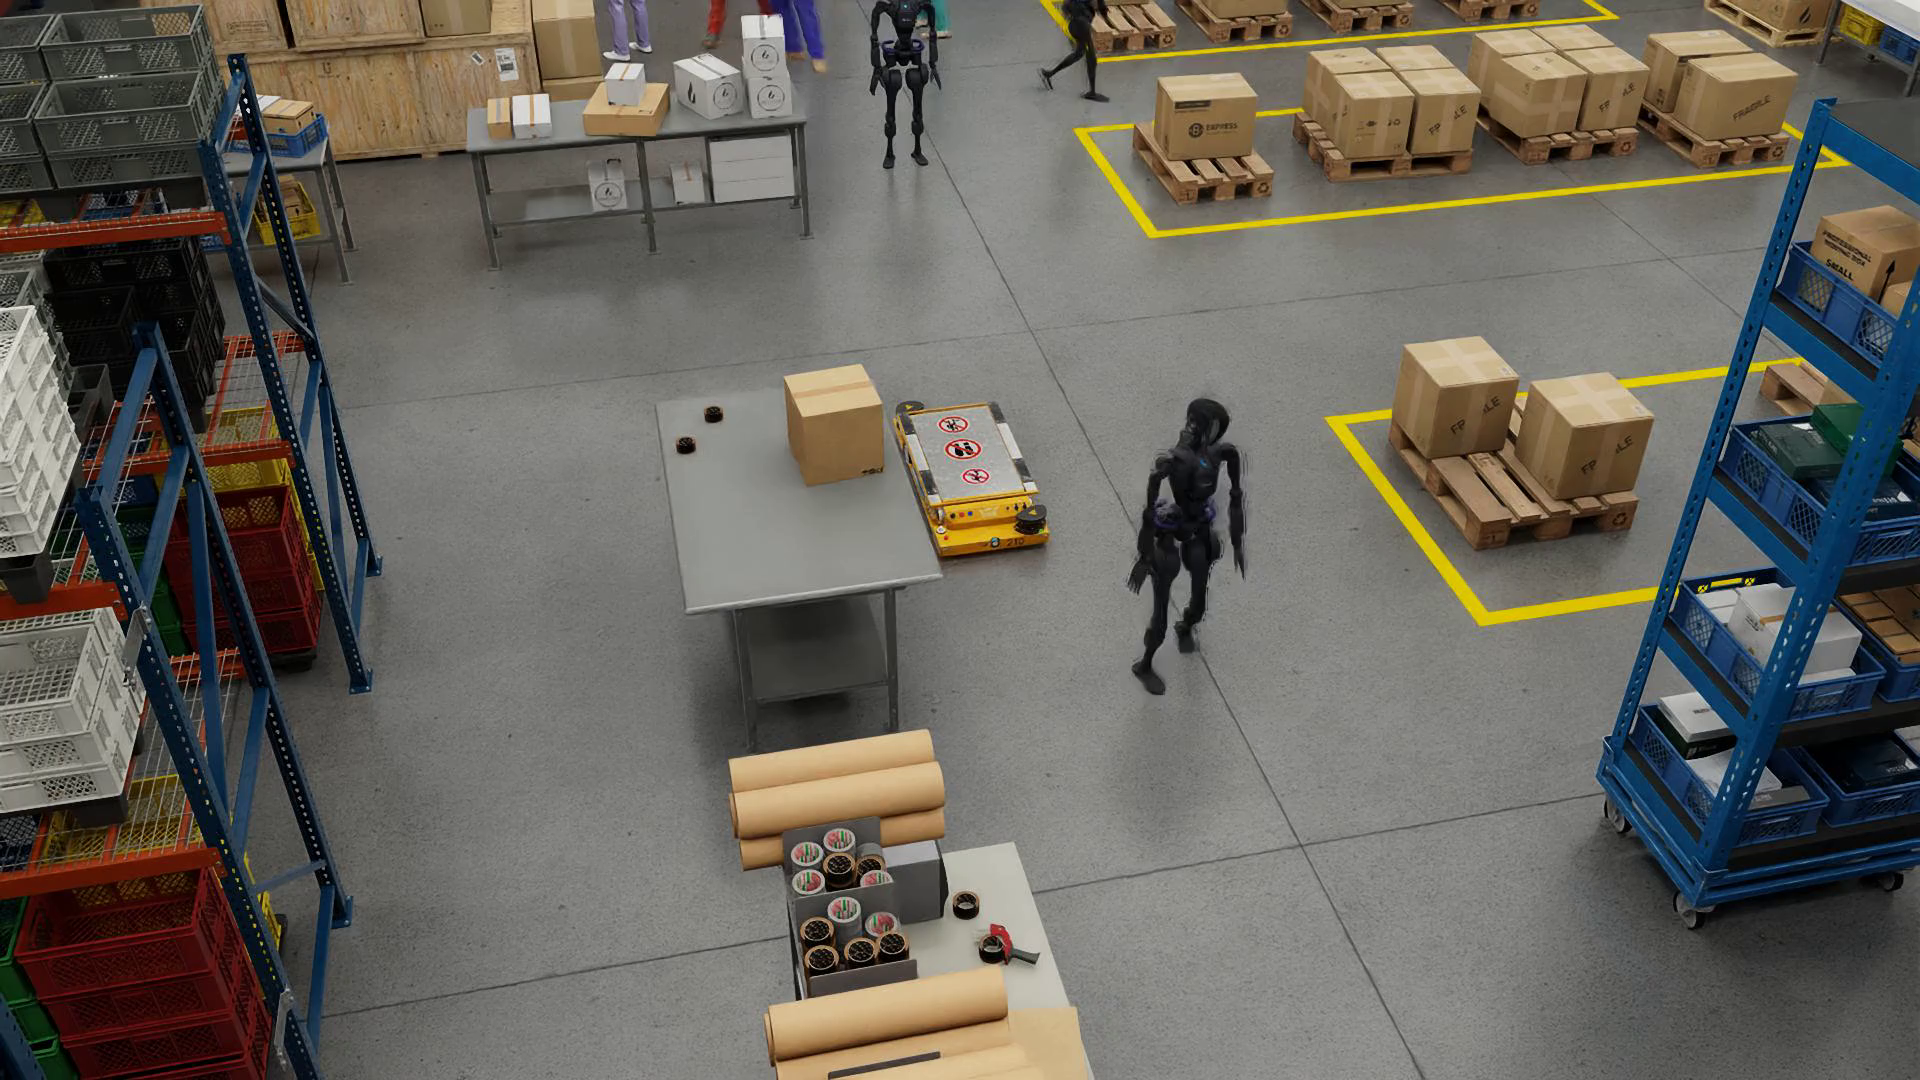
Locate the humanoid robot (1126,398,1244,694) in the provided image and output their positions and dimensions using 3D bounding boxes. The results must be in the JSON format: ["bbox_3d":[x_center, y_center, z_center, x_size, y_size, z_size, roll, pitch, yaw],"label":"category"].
[{"bbox_3d":[1.100,0.013,8.389,0.633,1.636,0.470,-14,39,-18],"label":"humanoid robot"}]

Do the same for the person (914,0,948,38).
[{"bbox_3d":[-0.361,-5.702,15.981,0.571,1.739,0.579,3,37,4],"label":"person"}]

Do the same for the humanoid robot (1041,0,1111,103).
[{"bbox_3d":[1.041,-4.694,14.708,0.628,1.631,0.610,10,38,13],"label":"humanoid robot"}]

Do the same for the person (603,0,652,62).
[{"bbox_3d":[-3.221,-5.453,15.506,0.405,1.918,0.582,25,43,30],"label":"person"}]

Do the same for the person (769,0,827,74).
[{"bbox_3d":[-1.573,-5.334,15.240,0.805,2.000,0.535,29,46,33],"label":"person"}]

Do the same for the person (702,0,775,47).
[{"bbox_3d":[-2.169,-5.745,15.895,0.681,1.926,1.016,23,42,28],"label":"person"}]

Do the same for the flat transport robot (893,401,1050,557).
[{"bbox_3d":[0.046,-0.430,10.108,0.652,0.197,1.431,-8,37,-10],"label":"flat transport robot"}]

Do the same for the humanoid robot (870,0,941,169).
[{"bbox_3d":[-0.449,-3.846,13.531,0.589,1.657,0.327,-7,37,-10],"label":"humanoid robot"}]
